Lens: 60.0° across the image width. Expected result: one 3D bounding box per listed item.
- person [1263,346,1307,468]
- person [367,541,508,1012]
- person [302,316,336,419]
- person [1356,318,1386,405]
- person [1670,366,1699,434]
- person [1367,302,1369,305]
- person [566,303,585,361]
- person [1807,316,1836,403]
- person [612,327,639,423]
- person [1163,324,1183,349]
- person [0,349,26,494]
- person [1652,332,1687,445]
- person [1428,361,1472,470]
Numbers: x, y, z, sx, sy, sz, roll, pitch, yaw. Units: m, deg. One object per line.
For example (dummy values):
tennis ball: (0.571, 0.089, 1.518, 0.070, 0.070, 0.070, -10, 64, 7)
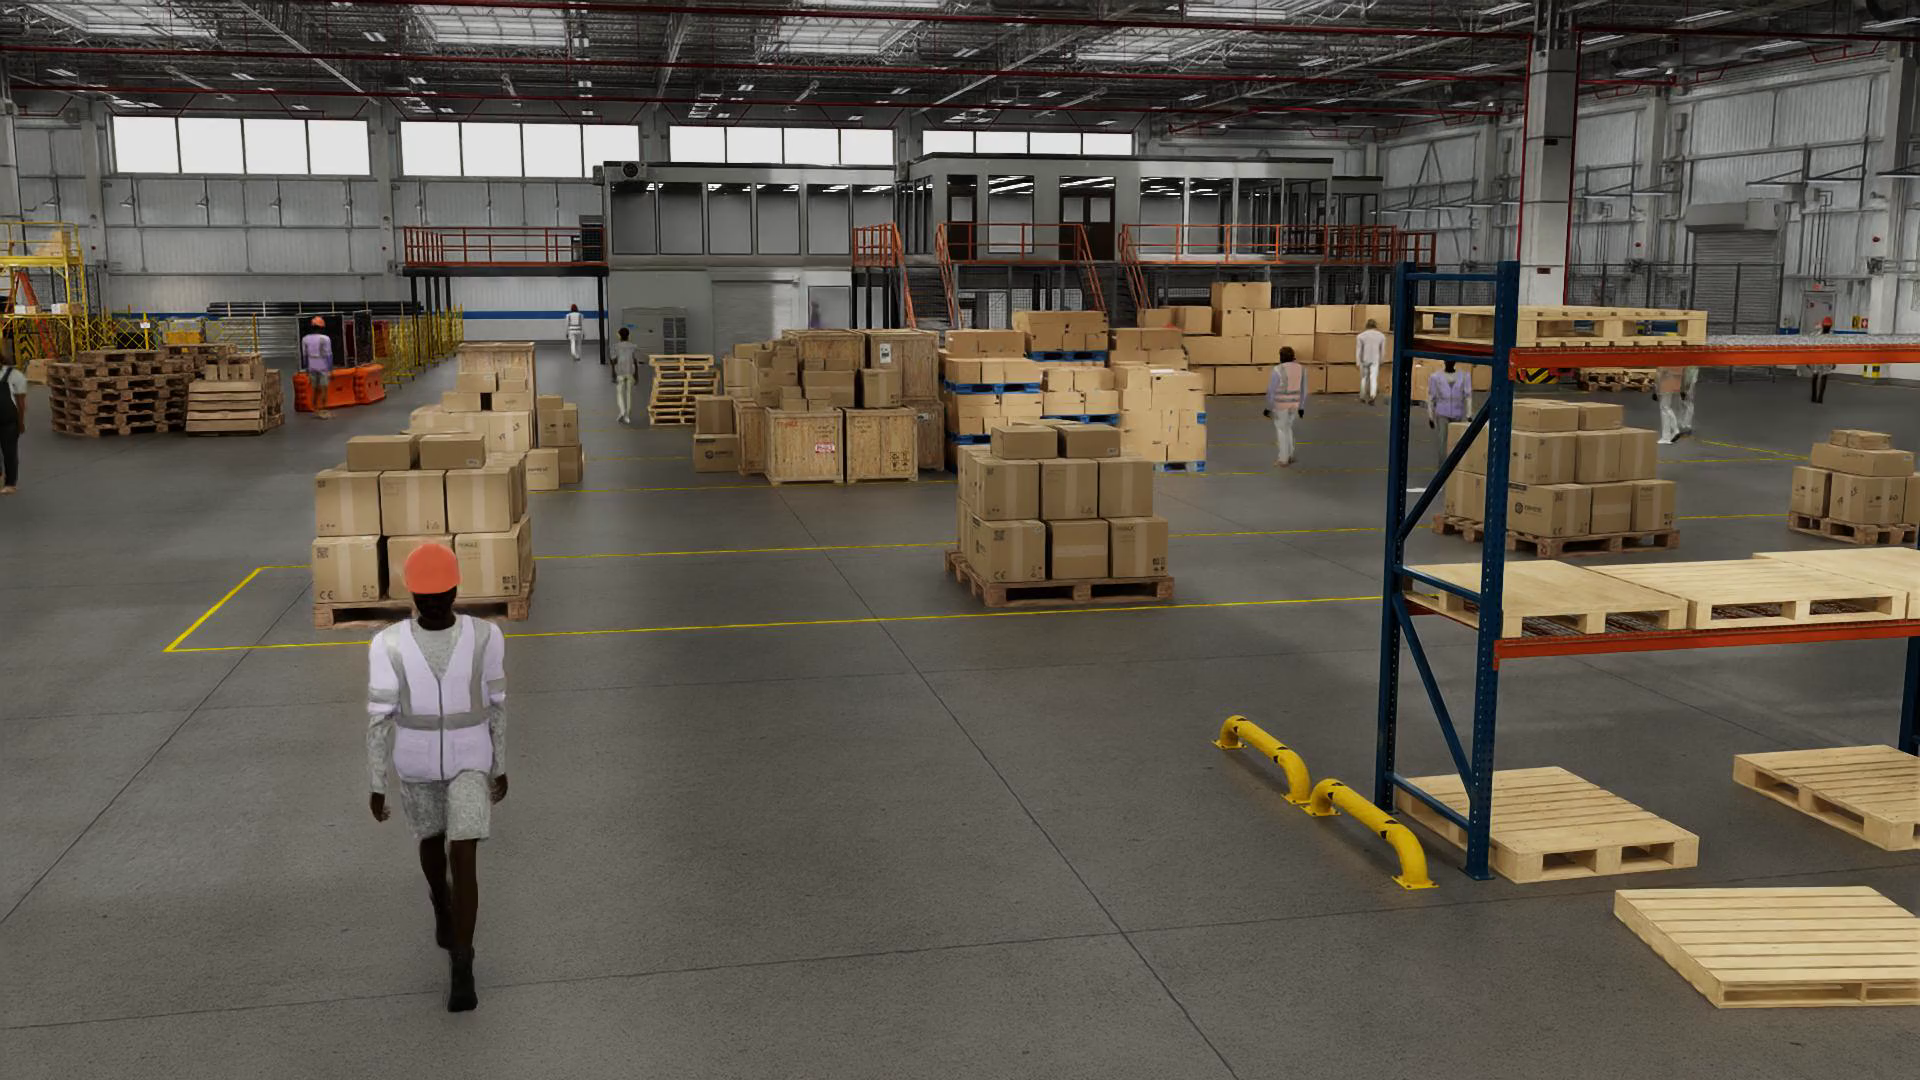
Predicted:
person: (4.859, -2.001, 25.025, 0.637, 1.827, 0.520, -5, 11, -30)
person: (-2.193, 0.922, 7.025, 0.561, 1.895, 0.978, -2, 10, -15)
person: (-12.684, -3.406, 32.934, 0.615, 2.040, 0.391, 2, 9, 10)
person: (8.992, -3.894, 36.395, 0.631, 1.901, 0.976, 2, 9, 9)
person: (13.111, -2.879, 30.036, 0.401, 1.938, 0.603, 2, 10, 12)
person: (12.679, -6.398, 51.315, 0.608, 1.995, 0.377, -9, 13, -42)
person: (-12.304, -6.632, 53.182, 0.578, 1.860, 0.791, -2, 9, -11)
person: (19.042, -3.964, 36.694, 0.585, 1.922, 0.407, 3, 10, 18)
person: (-6.465, -3.183, 32.151, 0.506, 1.854, 0.400, -3, 10, -17)
person: (3.848, -2.952, 30.389, 0.624, 1.977, 0.531, -9, 13, -42)
person: (-12.763, -1.623, 22.068, 0.684, 2.000, 0.539, -2, 9, -10)
person: (12.020, -2.570, 28.235, 0.602, 1.911, 0.416, -4, 10, -22)
person: (6.962, -1.806, 23.680, 0.587, 1.886, 0.980, 1, 9, 6)
